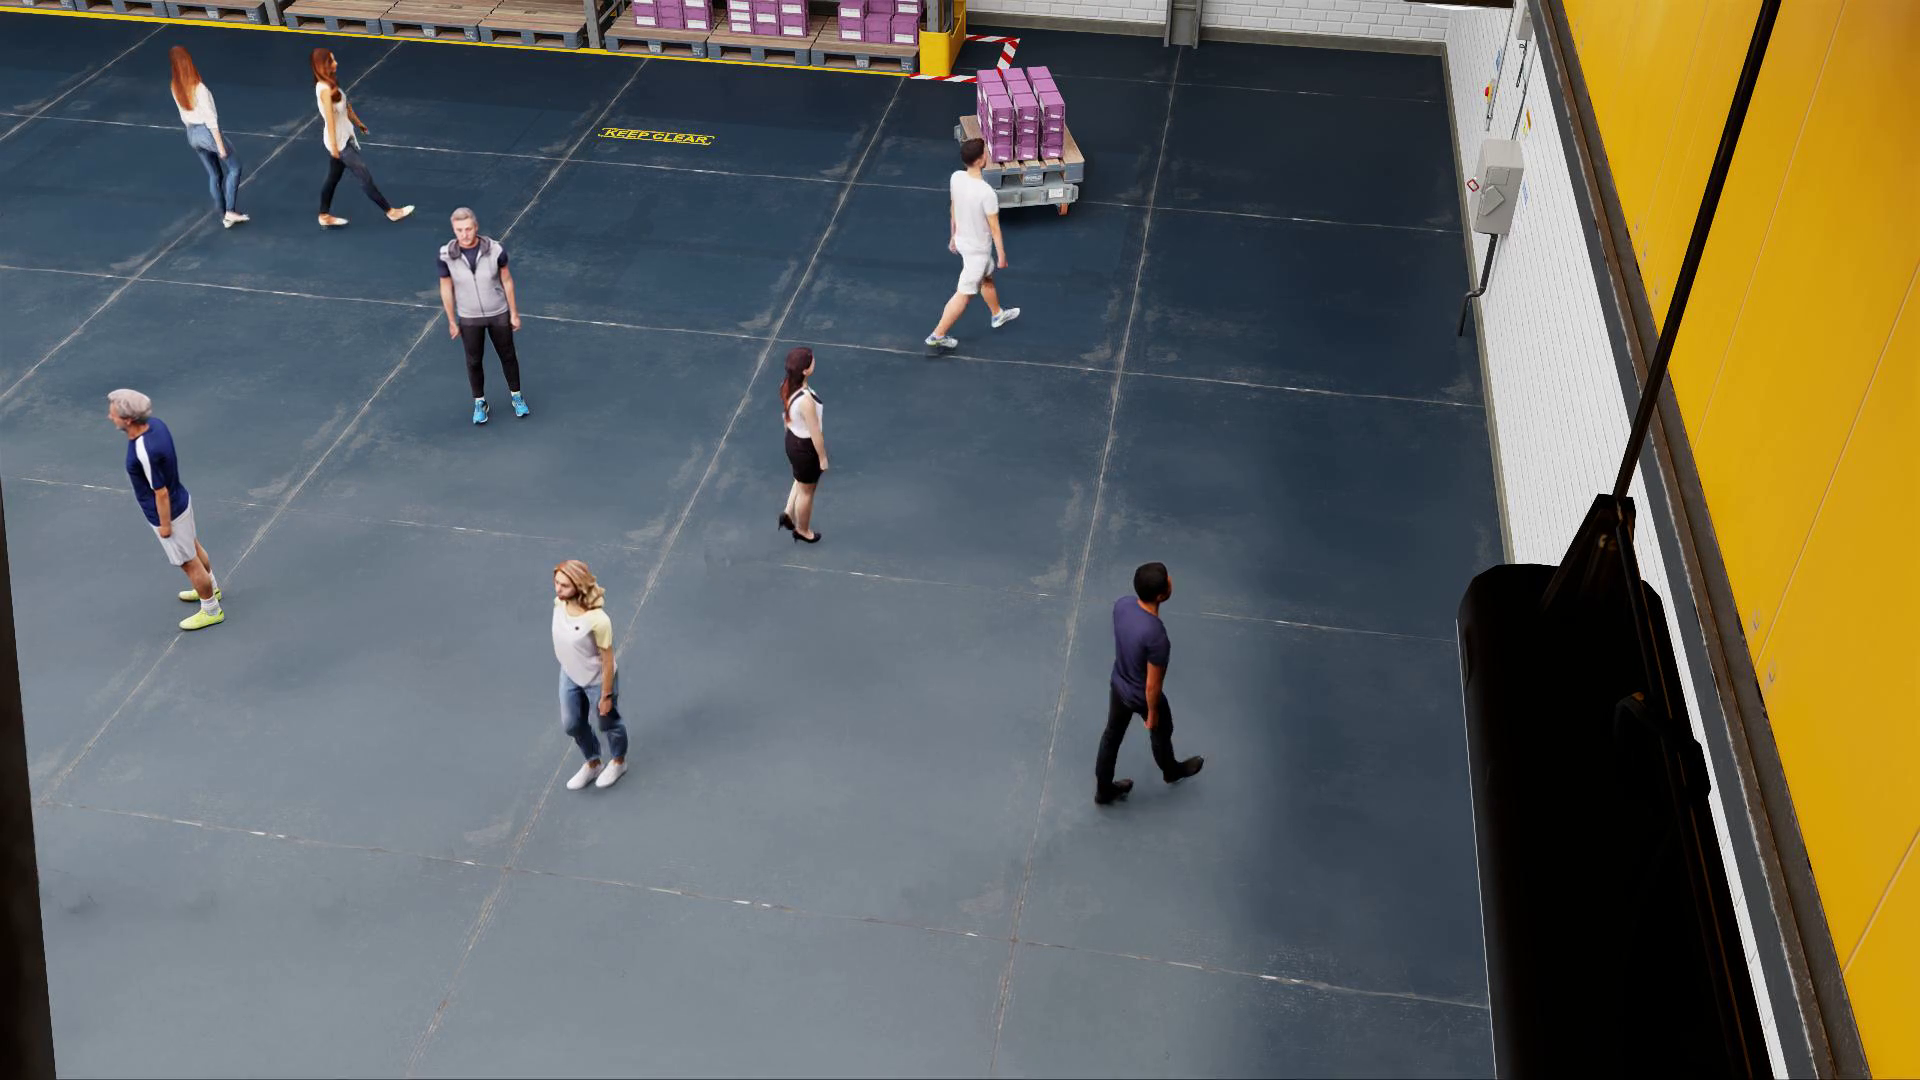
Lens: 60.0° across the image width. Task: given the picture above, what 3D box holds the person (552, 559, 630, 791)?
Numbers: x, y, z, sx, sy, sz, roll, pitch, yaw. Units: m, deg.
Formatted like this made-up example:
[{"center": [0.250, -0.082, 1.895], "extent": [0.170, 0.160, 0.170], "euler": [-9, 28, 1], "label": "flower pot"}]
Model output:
[{"center": [-2.128, 0.770, 9.820], "extent": [0.704, 1.718, 0.795], "euler": [23, 44, 26], "label": "person"}]

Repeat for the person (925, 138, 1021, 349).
[{"center": [0.043, -2.391, 13.704], "extent": [1.300, 1.811, 1.235], "euler": [-23, 44, -26], "label": "person"}]

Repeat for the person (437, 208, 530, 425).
[{"center": [-3.694, -1.753, 12.893], "extent": [0.692, 1.826, 0.835], "euler": [-12, 40, -15], "label": "person"}]

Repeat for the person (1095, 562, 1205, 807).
[{"center": [0.951, 0.889, 9.629], "extent": [1.070, 1.770, 0.993], "euler": [-21, 43, -24], "label": "person"}]

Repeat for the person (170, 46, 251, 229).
[{"center": [-7.030, -3.668, 15.390], "extent": [0.596, 1.702, 0.730], "euler": [19, 42, 22], "label": "person"}]

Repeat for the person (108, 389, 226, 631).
[{"center": [-5.224, -0.224, 10.967], "extent": [0.733, 1.839, 0.723], "euler": [-13, 41, -16], "label": "person"}]

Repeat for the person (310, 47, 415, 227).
[{"center": [-5.825, -3.665, 15.357], "extent": [1.203, 1.738, 0.944], "euler": [-11, 40, -13], "label": "person"}]

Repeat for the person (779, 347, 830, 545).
[{"center": [-1.168, -0.602, 11.601], "extent": [0.764, 1.639, 0.707], "euler": [-18, 42, -21], "label": "person"}]
